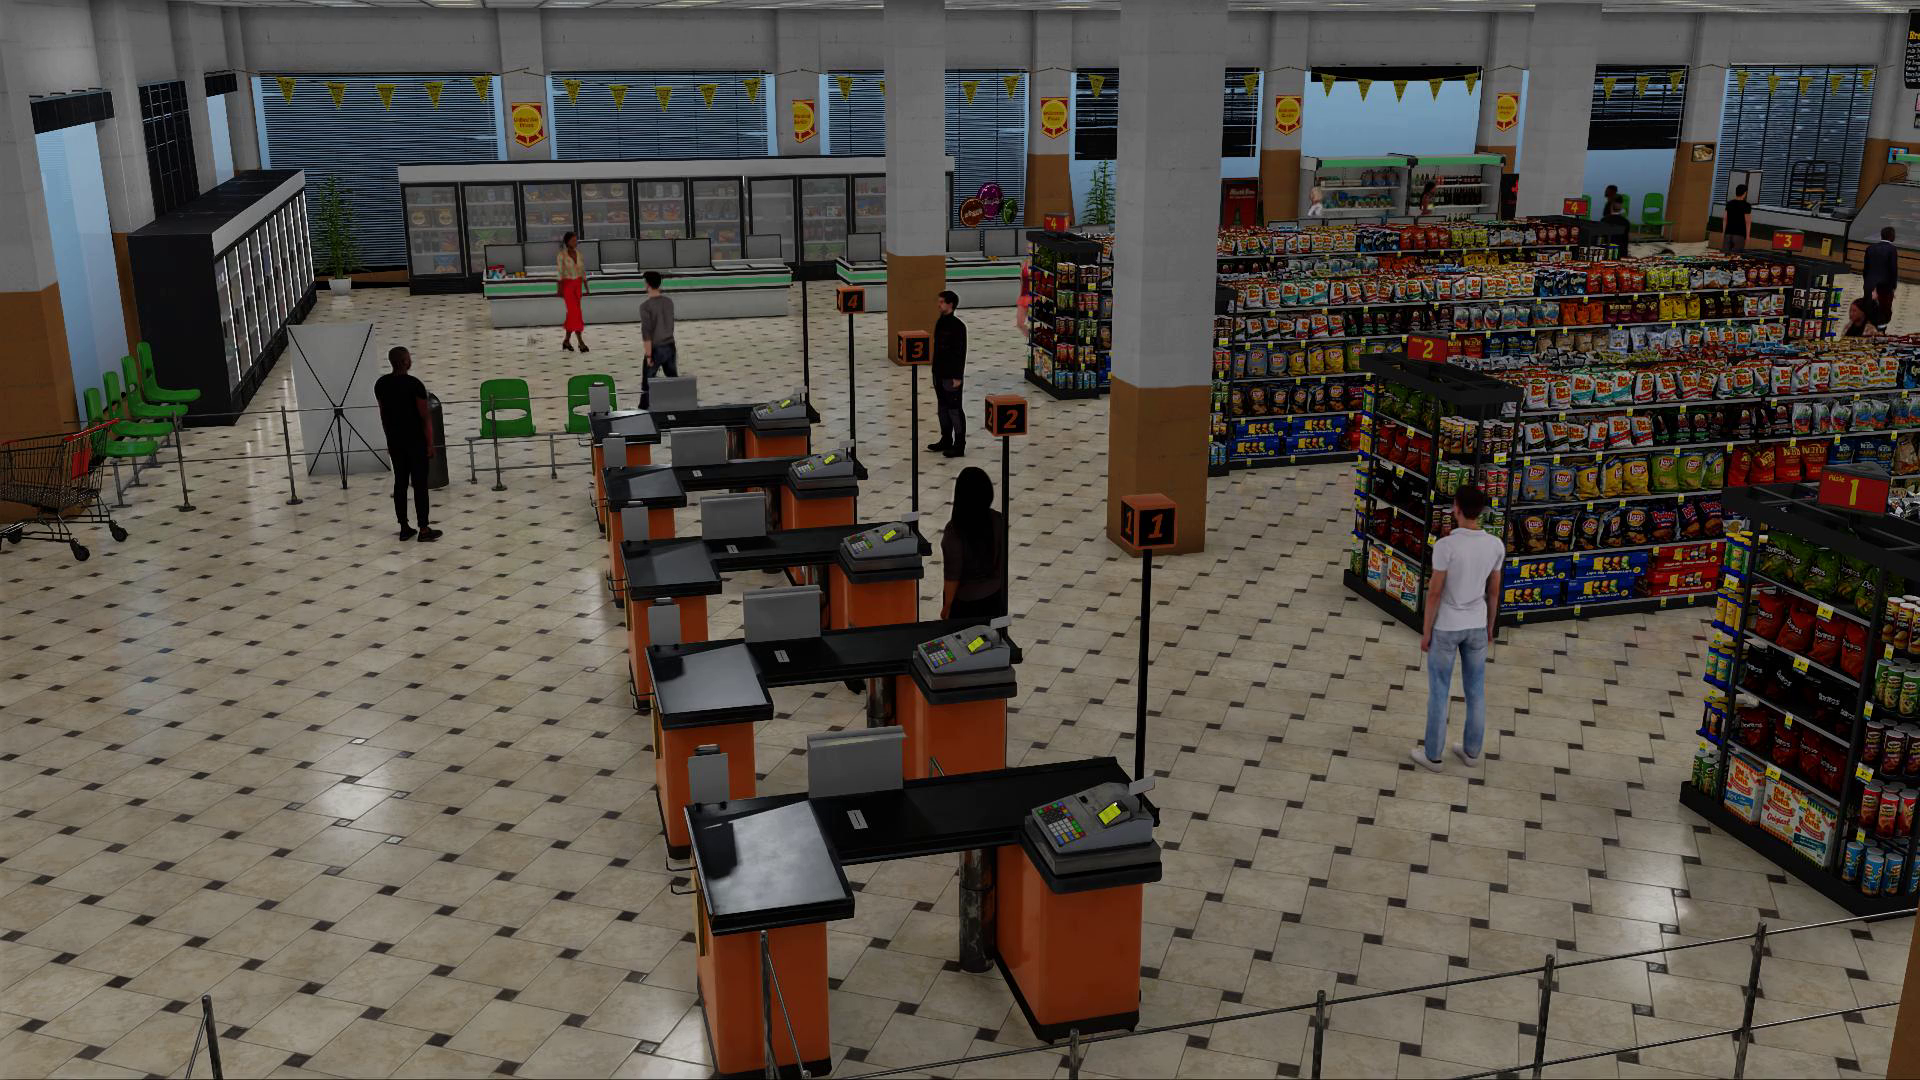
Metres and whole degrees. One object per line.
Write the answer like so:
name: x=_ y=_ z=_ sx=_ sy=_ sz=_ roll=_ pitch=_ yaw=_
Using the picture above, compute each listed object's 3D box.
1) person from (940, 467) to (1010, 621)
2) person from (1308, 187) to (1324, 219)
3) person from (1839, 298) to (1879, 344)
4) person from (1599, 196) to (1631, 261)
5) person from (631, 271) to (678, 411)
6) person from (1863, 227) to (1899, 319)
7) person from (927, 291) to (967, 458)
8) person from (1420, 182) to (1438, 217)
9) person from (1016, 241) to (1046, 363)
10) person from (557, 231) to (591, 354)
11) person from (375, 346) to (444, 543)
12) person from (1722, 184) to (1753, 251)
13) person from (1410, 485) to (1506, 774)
person: x=0.103 y=0.409 z=11.041 sx=0.649 sy=1.842 sz=0.782 roll=-11 pitch=20 yaw=-32
person: x=6.937 y=-5.897 z=32.044 sx=1.075 sy=1.706 sz=0.706 roll=-2 pitch=17 yaw=-6
person: x=9.901 y=-1.769 z=18.319 sx=0.690 sy=1.780 sz=0.603 roll=-6 pitch=18 yaw=-18
person: x=11.008 y=-4.818 z=28.082 sx=0.735 sy=1.942 sz=0.857 roll=1 pitch=17 yaw=3
person: x=-3.452 y=-2.166 z=19.497 sx=1.243 sy=1.857 sz=1.128 roll=-15 pitch=23 yaw=-41
person: x=13.700 y=-3.758 z=24.797 sx=0.647 sy=1.824 sz=0.727 roll=-7 pitch=18 yaw=-23
person: x=-0.115 y=-1.854 z=18.503 sx=0.666 sy=1.838 sz=0.777 roll=-9 pitch=19 yaw=-28
person: x=9.162 y=-6.259 z=33.177 sx=0.751 sy=1.740 sz=0.703 roll=6 pitch=18 yaw=18
person: x=1.069 y=-3.436 z=23.878 sx=0.769 sy=1.742 sz=0.828 roll=9 pitch=19 yaw=28
person: x=-5.771 y=-3.638 z=24.508 sx=0.948 sy=1.761 sz=0.968 roll=15 pitch=22 yaw=40
person: x=-5.101 y=-0.887 z=15.349 sx=0.683 sy=1.820 sz=0.809 roll=4 pitch=17 yaw=14
person: x=14.597 y=-5.765 z=31.341 sx=0.732 sy=1.861 sz=0.770 roll=-13 pitch=21 yaw=-37
person: x=3.164 y=0.562 z=10.523 sx=0.449 sy=1.850 sz=0.695 roll=-4 pitch=17 yaw=-14
